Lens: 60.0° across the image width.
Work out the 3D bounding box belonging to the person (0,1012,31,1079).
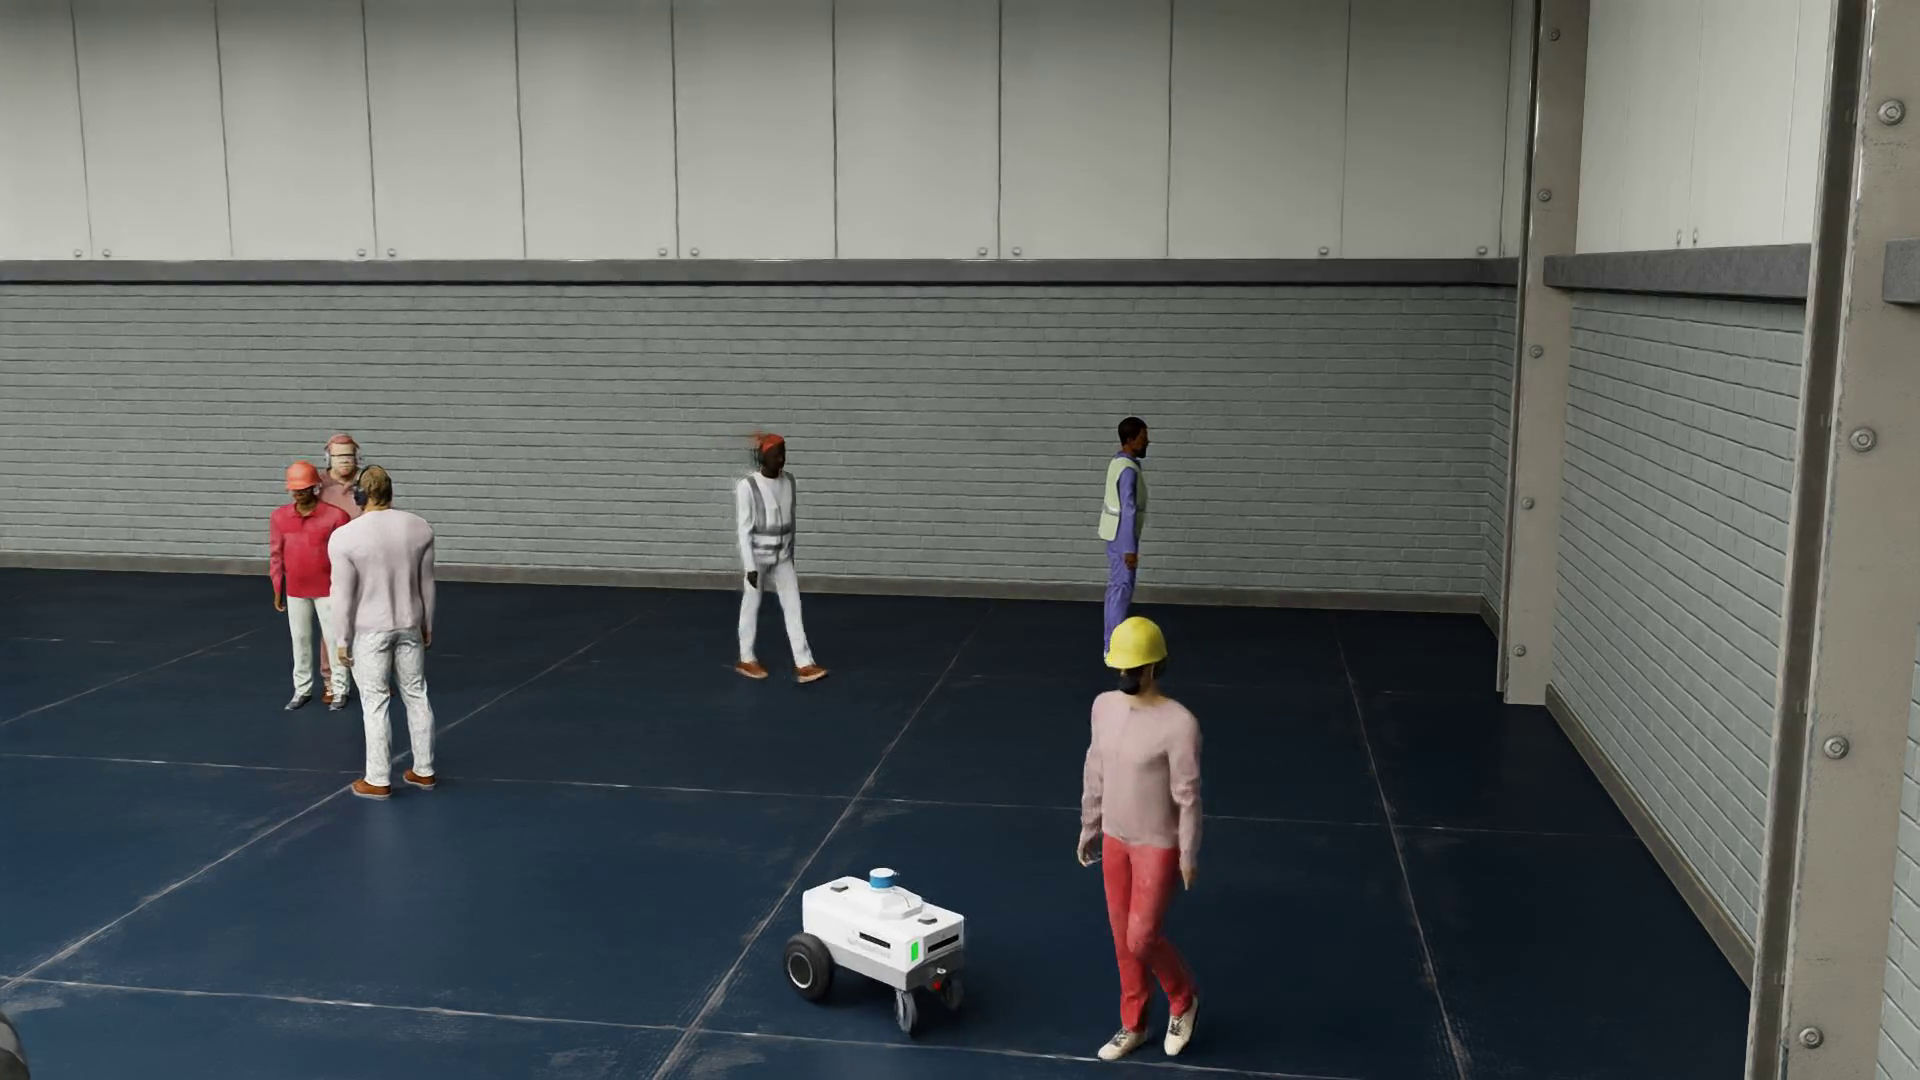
[{"bbox_3d":[-1.961,1.512,3.168,0.614,2.040,0.390,8,12,39],"label":"person"}]

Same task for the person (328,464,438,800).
[{"bbox_3d":[-3.311,0.527,9.597,0.627,1.932,0.370,-9,13,-44],"label":"person"}]

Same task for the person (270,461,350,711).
[{"bbox_3d":[-4.469,0.317,11.460,0.571,1.743,0.351,0,9,1],"label":"person"}]

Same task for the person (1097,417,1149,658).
[{"bbox_3d":[1.263,0.005,12.841,0.395,1.919,0.590,0,9,-2],"label":"person"}]

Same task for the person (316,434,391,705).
[{"bbox_3d":[-4.284,0.203,11.669,0.666,1.905,0.401,-4,10,-24],"label":"person"}]

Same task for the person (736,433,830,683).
[{"bbox_3d":[-1.345,0.149,12.186,0.917,1.839,0.605,9,13,43],"label":"person"}]

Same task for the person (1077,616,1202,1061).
[{"bbox_3d":[0.668,1.147,6.328,0.359,1.755,0.526,-8,12,-39],"label":"person"}]

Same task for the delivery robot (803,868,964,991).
[{"bbox_3d":[-0.320,1.604,6.883,0.707,0.478,0.477,8,12,42],"label":"delivery robot"}]
